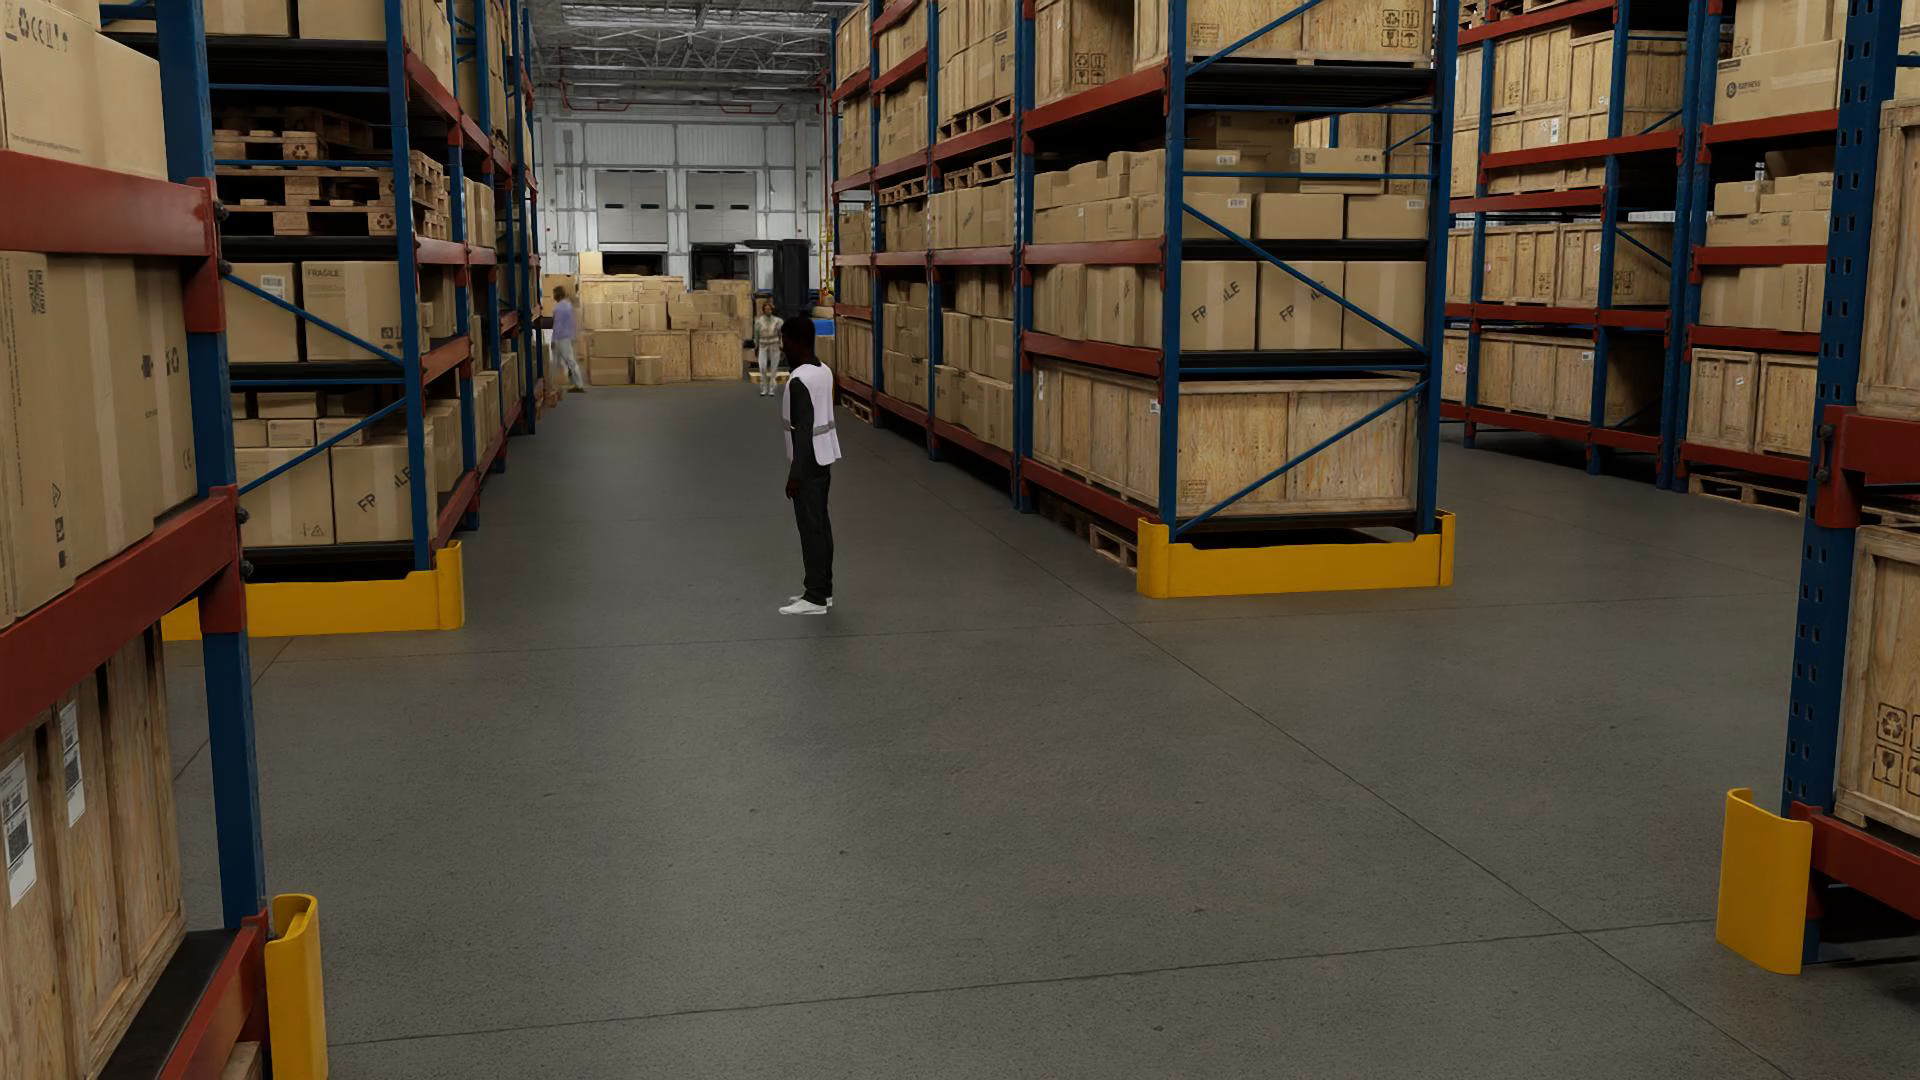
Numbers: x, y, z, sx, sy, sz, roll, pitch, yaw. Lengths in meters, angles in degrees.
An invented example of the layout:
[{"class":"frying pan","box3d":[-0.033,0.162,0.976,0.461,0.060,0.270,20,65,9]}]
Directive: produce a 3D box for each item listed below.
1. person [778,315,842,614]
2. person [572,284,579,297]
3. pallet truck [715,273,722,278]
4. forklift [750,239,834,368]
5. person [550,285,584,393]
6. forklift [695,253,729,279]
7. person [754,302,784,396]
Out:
[{"class":"person","box3d":[-0.967,-0.476,10.664,0.392,1.915,0.587,1,9,8]},{"class":"person","box3d":[-14.021,-8.606,61.136,0.525,1.617,0.705,5,11,30]},{"class":"pallet truck","box3d":[-8.580,-8.986,62.280,1.885,1.965,0.823,1,9,5]},{"class":"forklift","box3d":[-3.523,-5.161,36.282,1.873,2.768,1.129,2,10,13]},{"class":"person","box3d":[-7.110,-3.527,29.324,0.985,1.888,0.655,0,9,-1]},{"class":"forklift","box3d":[-6.529,-6.416,43.934,1.129,2.768,1.873,-2,10,-12]},{"class":"person","box3d":[-3.279,-3.258,28.507,0.546,1.606,0.745,0,9,1]}]
